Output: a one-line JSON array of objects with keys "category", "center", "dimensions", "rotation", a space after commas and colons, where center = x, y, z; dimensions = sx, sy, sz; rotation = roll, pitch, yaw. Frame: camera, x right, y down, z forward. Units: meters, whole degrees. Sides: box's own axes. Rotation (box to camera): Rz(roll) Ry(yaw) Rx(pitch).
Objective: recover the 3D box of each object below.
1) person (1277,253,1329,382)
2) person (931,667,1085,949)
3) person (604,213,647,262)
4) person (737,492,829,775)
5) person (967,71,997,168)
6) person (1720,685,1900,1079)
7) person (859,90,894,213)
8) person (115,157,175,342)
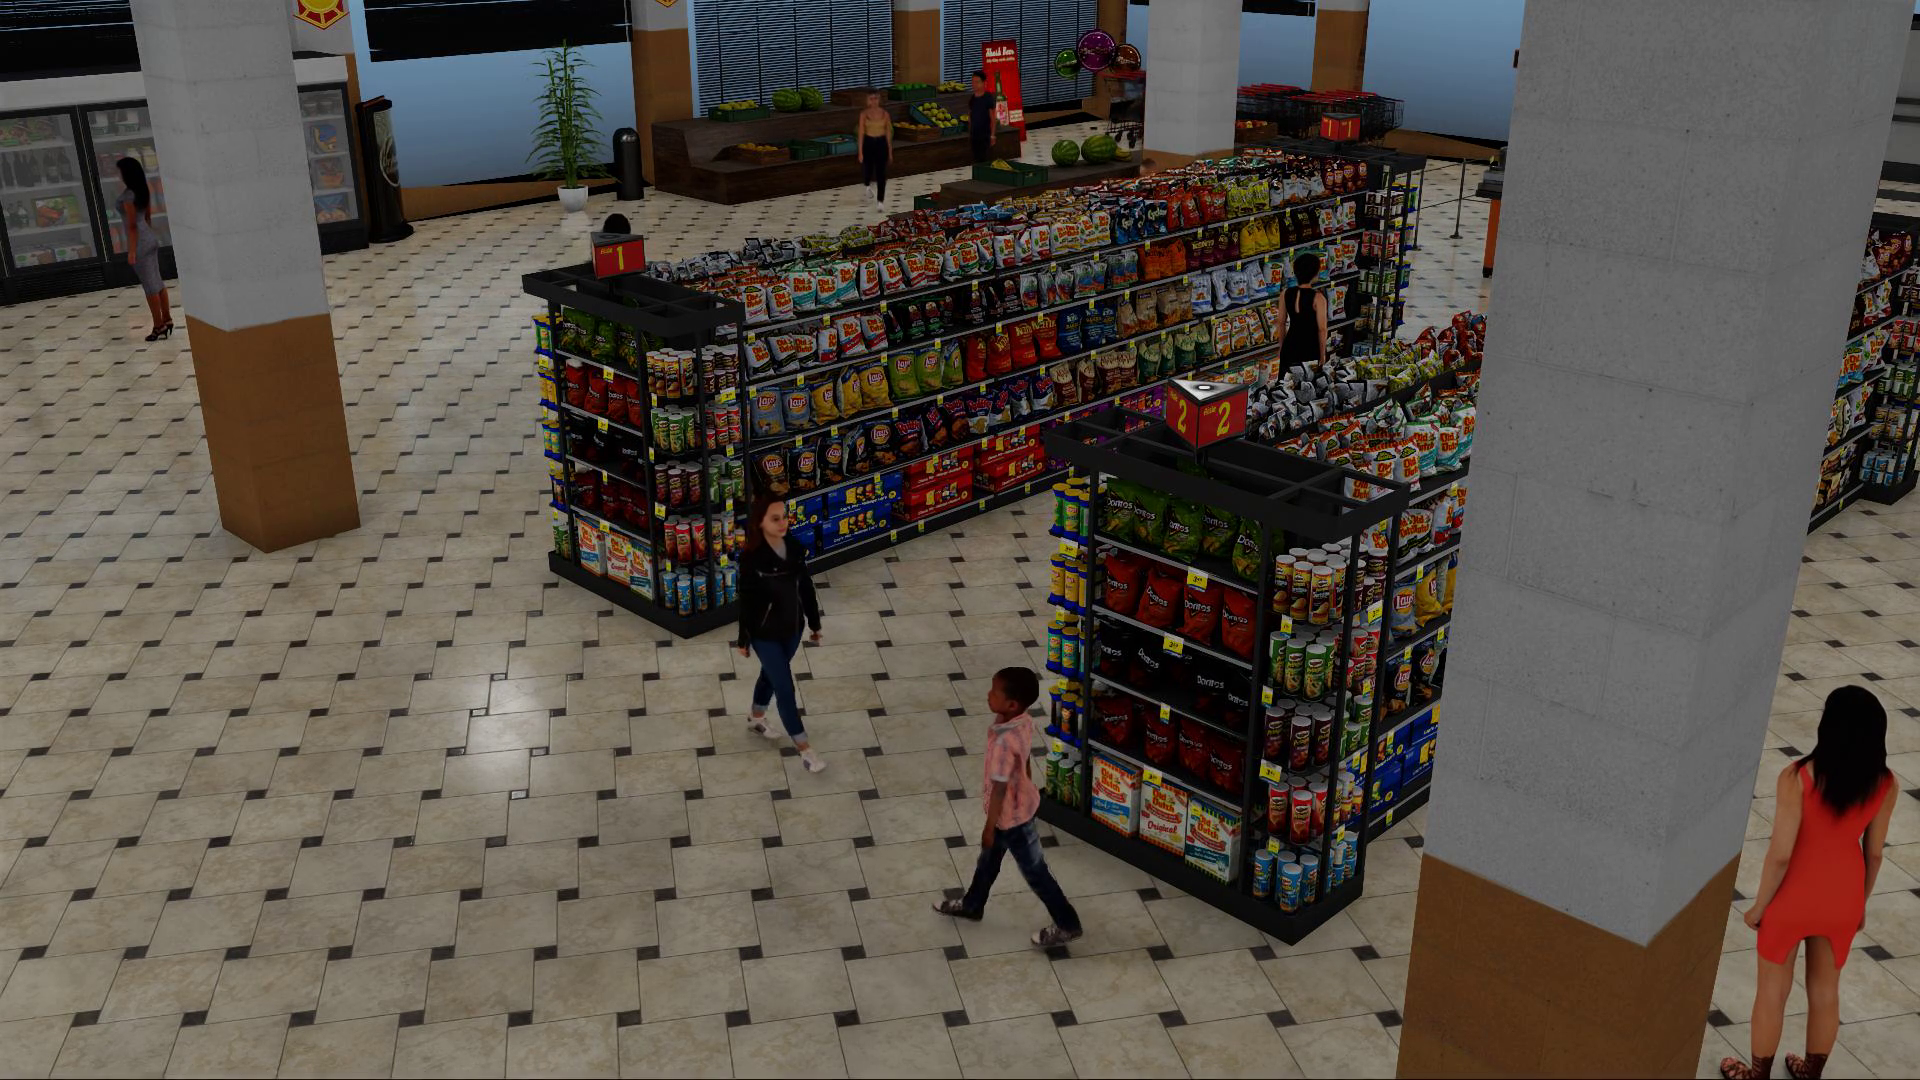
[{"category": "person", "center": [2.669, -1.458, 13.079], "dimensions": [0.591, 1.604, 0.514], "rotation": [18, 28, 38]}, {"category": "person", "center": [0.288, 1.151, 7.018], "dimensions": [0.883, 1.281, 0.925], "rotation": [5, 22, 12]}, {"category": "person", "center": [-2.928, -1.978, 14.411], "dimensions": [1.026, 1.575, 1.222], "rotation": [5, 22, 13]}, {"category": "person", "center": [-0.981, 0.444, 8.560], "dimensions": [0.866, 1.442, 0.629], "rotation": [-20, 30, -41]}, {"category": "person", "center": [0.368, -5.658, 23.299], "dimensions": [0.676, 1.776, 0.793], "rotation": [18, 28, 38]}, {"category": "person", "center": [3.095, 1.307, 6.042], "dimensions": [0.656, 1.718, 0.714], "rotation": [0, 22, 0]}, {"category": "person", "center": [-1.163, -5.313, 22.665], "dimensions": [0.965, 1.608, 0.987], "rotation": [-4, 22, -9]}, {"category": "person", "center": [-7.997, -2.853, 16.311], "dimensions": [0.717, 1.781, 0.657], "rotation": [0, 22, 0]}]
